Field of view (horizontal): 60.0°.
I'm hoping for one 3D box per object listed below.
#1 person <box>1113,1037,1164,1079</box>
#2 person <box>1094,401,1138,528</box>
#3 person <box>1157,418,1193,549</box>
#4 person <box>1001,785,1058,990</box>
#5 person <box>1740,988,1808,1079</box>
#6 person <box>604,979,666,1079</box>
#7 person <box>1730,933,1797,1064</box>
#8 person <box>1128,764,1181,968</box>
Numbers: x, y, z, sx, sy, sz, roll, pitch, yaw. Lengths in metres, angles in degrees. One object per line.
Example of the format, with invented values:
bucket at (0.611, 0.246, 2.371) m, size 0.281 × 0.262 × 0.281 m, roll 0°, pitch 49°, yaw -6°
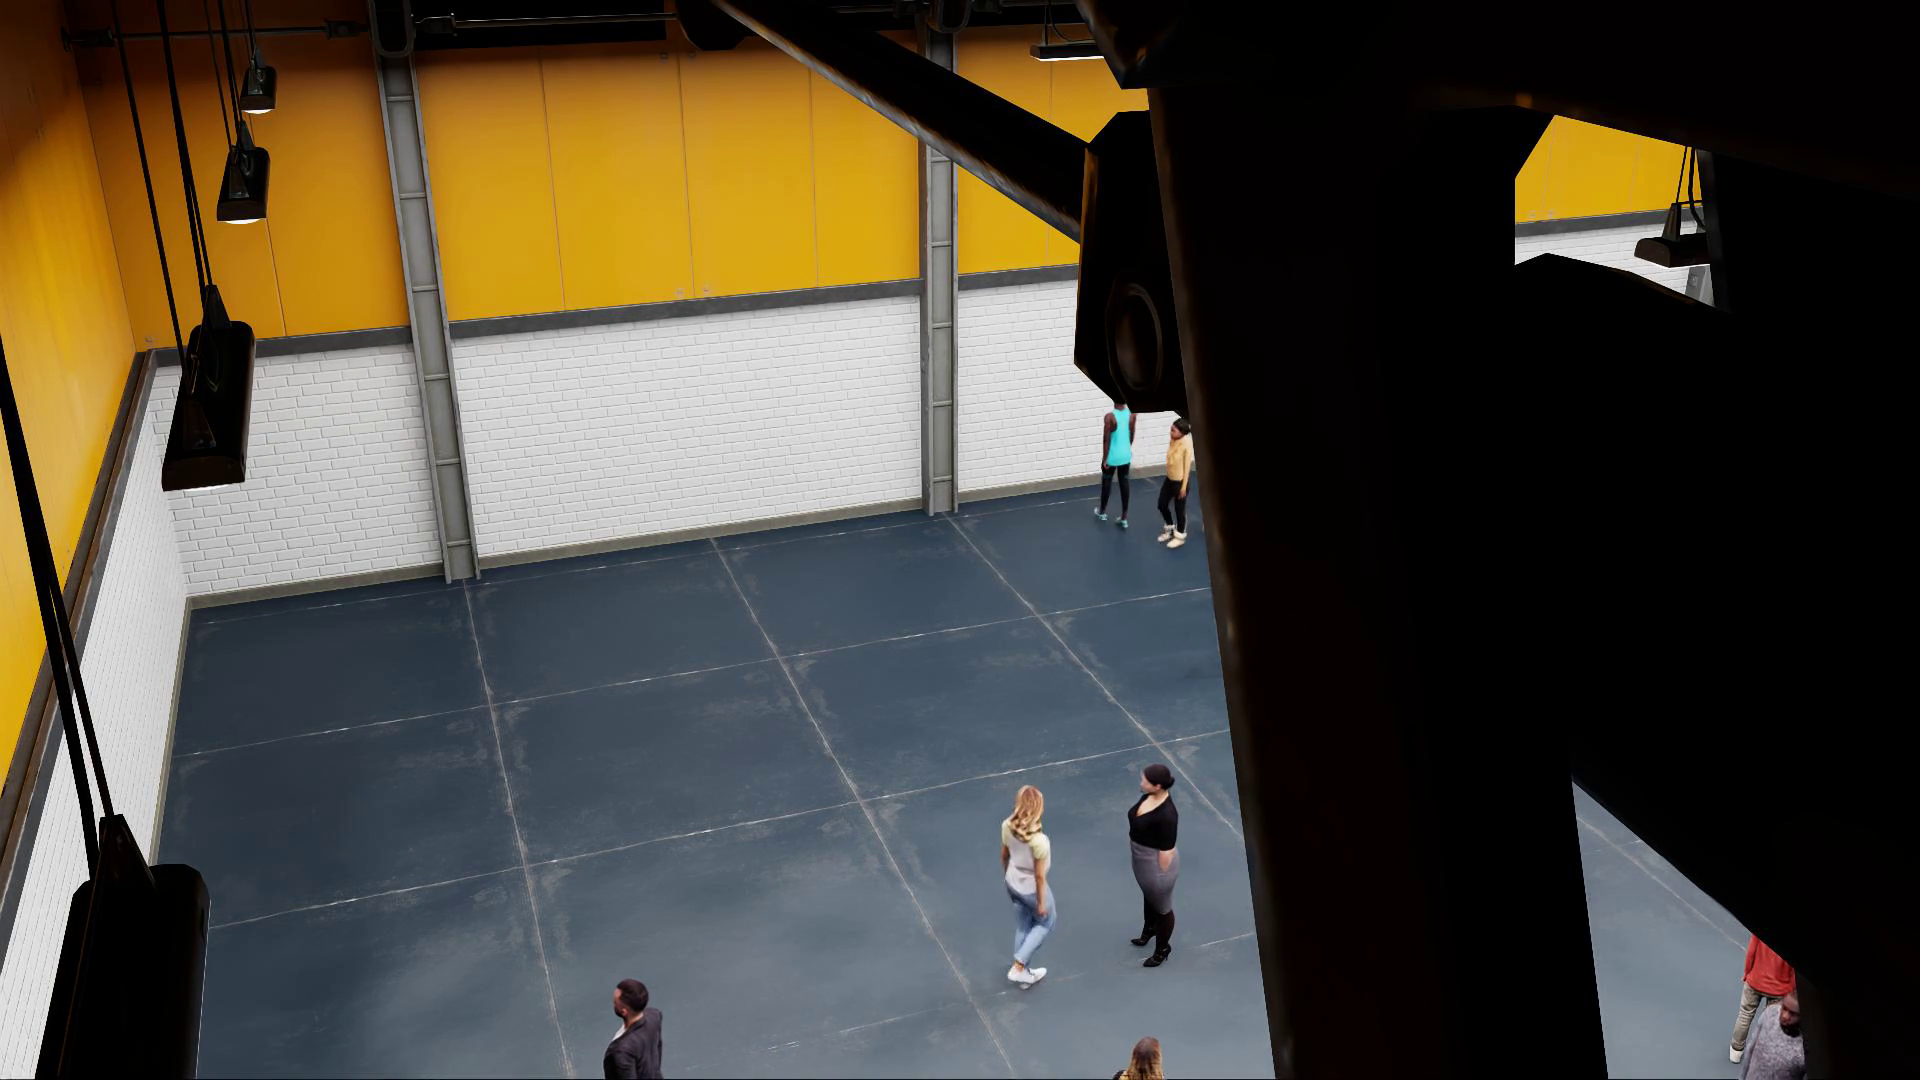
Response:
person at (1.040, 3.759, 10.036) m, size 0.949 × 1.644 × 1.054 m, roll 13°, pitch 27°, yaw 28°
person at (2.006, -1.015, 20.761) m, size 0.735 × 1.800 × 0.686 m, roll -8°, pitch 25°, yaw -18°
person at (2.703, -0.709, 20.250) m, size 0.664 × 1.649 × 0.662 m, roll -17°, pitch 29°, yaw -33°
person at (0.430, 2.661, 12.471) m, size 0.802 × 1.705 × 0.771 m, roll -17°, pitch 29°, yaw -34°
person at (5.121, 3.513, 10.370) m, size 0.761 × 1.828 × 0.745 m, roll -10°, pitch 25°, yaw -21°
person at (-1.980, 3.501, 10.386) m, size 0.763 × 1.836 × 0.741 m, roll 7°, pitch 25°, yaw 15°
person at (5.722, 3.128, 11.764) m, size 0.598 × 1.416 × 0.630 m, roll 17°, pitch 29°, yaw 34°
person at (1.518, 2.478, 12.825) m, size 0.659 × 1.757 × 0.695 m, roll -5°, pitch 24°, yaw -10°
